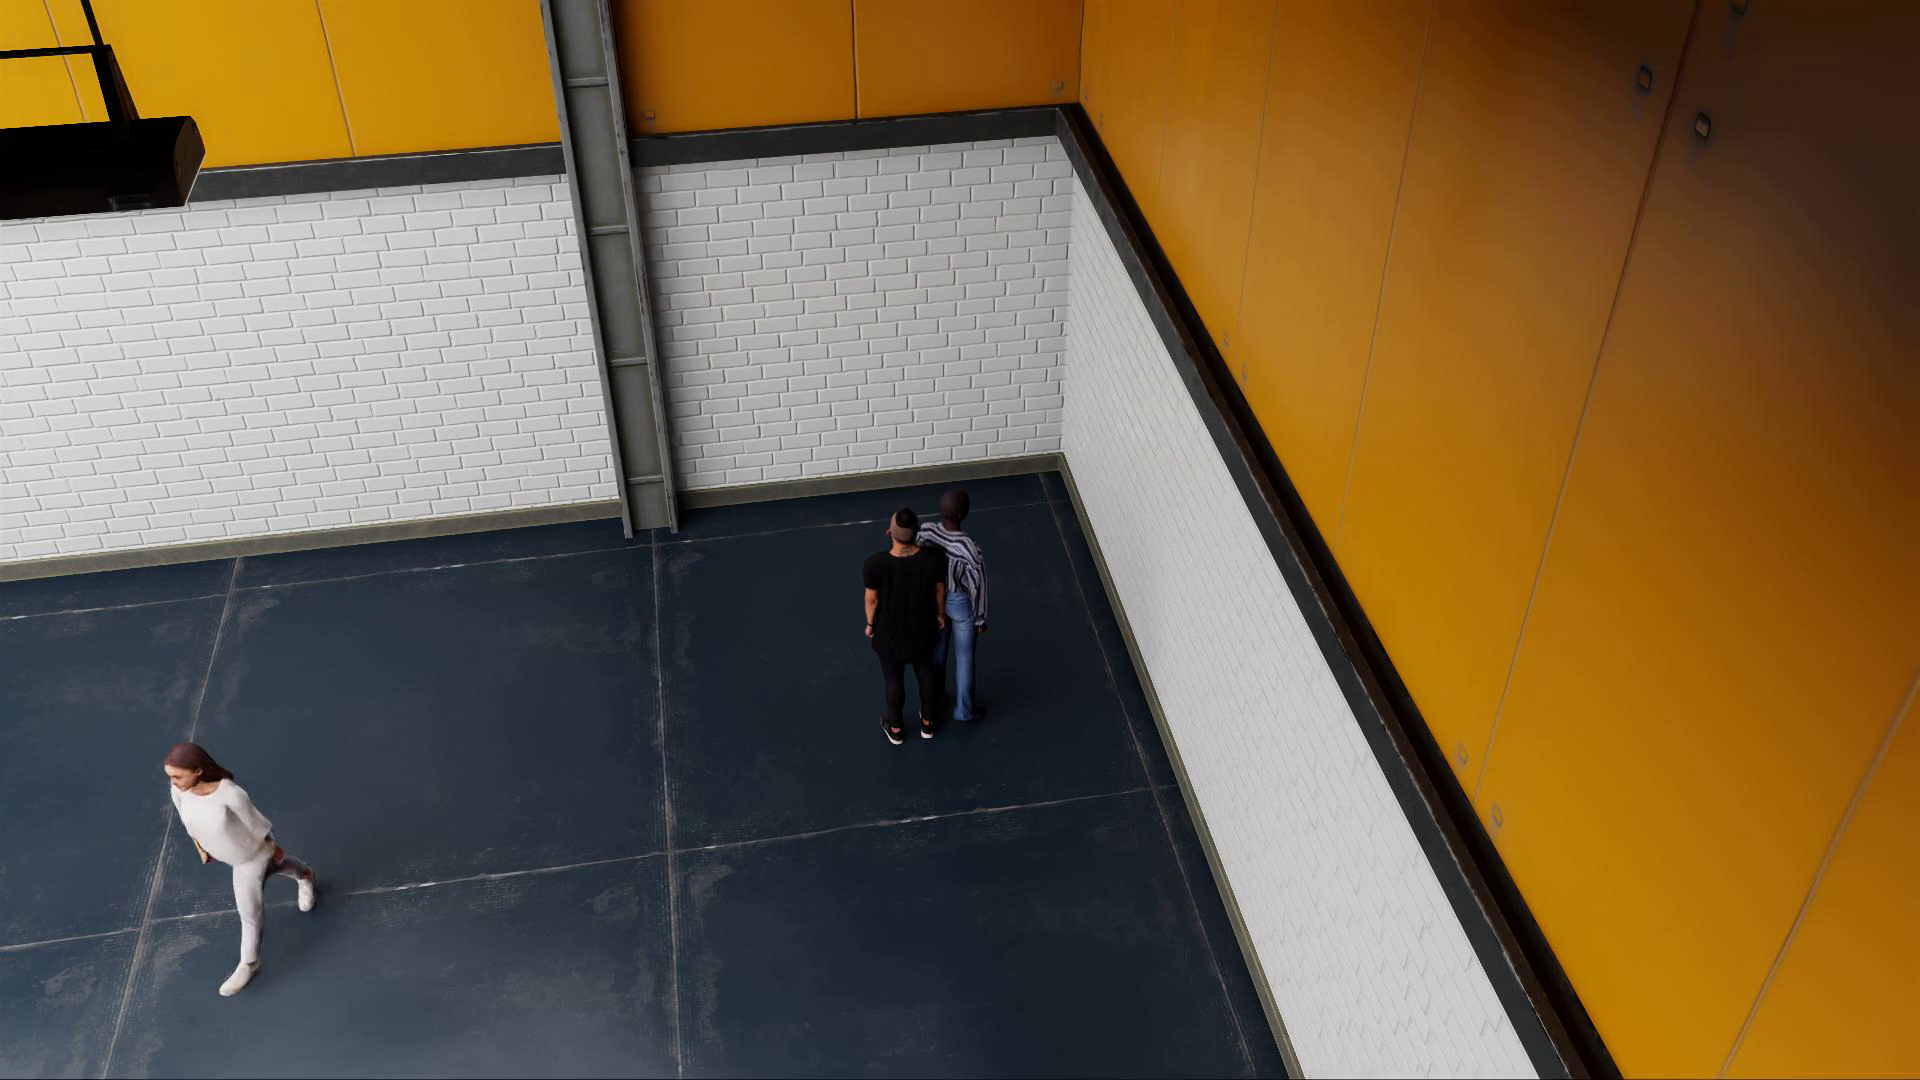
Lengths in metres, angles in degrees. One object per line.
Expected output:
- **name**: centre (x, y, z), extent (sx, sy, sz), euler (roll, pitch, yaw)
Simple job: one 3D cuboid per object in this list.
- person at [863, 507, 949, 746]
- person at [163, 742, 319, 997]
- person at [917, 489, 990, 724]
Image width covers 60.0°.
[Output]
- **person**: centre (-0.329, 0.505, 10.218), extent (0.539, 1.864, 0.754), euler (-10, 40, -12)
- **person**: centre (-3.846, 1.605, 9.021), extent (1.155, 1.638, 1.018), euler (9, 40, 11)
- **person**: centre (-0.049, 0.425, 10.374), extent (0.702, 1.794, 0.769), euler (22, 44, 25)
